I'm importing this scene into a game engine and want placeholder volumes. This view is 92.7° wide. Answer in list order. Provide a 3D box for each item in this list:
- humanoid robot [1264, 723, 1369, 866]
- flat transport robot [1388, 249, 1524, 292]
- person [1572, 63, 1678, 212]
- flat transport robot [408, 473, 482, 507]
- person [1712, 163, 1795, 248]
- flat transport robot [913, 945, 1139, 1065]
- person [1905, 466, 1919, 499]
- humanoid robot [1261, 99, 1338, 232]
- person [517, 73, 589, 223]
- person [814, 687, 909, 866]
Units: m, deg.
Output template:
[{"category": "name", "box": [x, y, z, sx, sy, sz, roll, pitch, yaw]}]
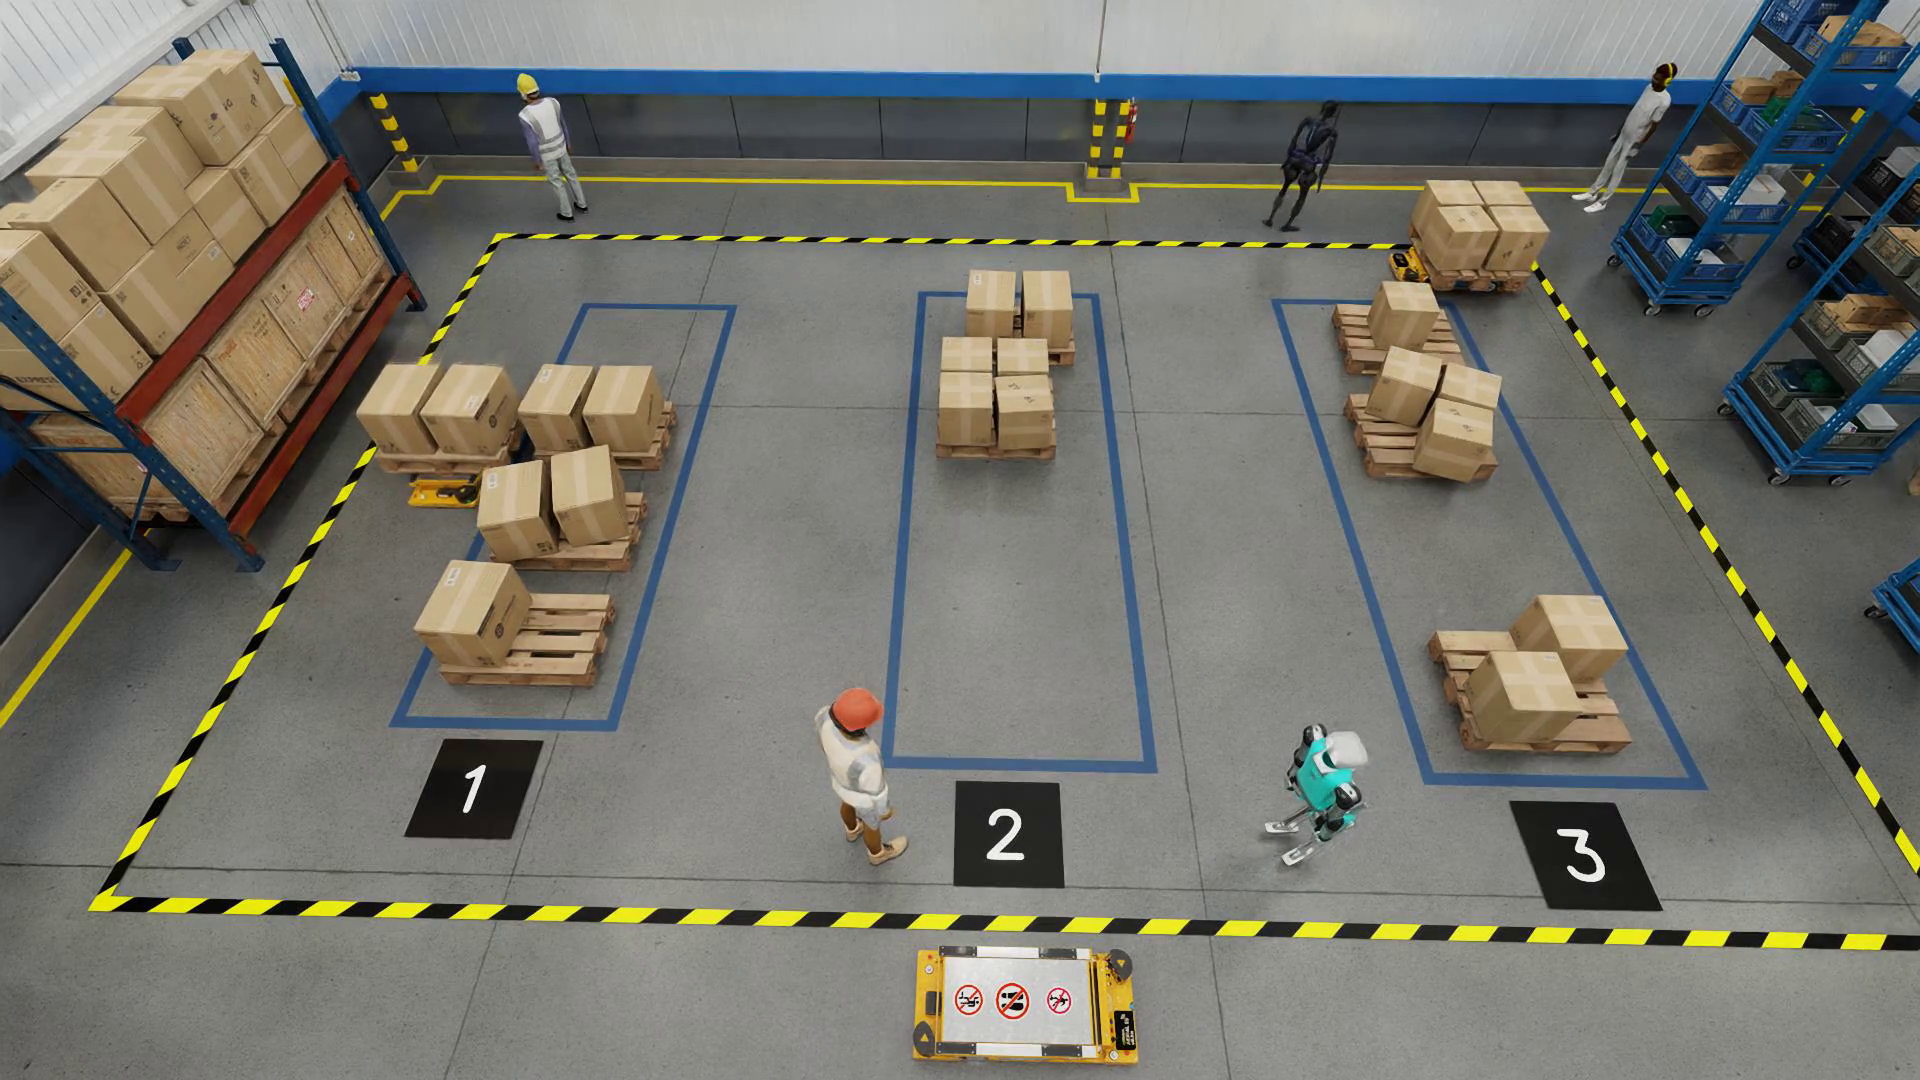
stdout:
[{"category": "humanoid robot", "box": [2.500, 1.686, 6.077, 0.735, 1.677, 0.533, -11, 52, -9]}, {"category": "flat transport robot", "box": [6.050, -3.312, 11.168, 1.431, 0.197, 0.652, 1, 51, 1]}, {"category": "person", "box": [8.450, -5.069, 11.589, 0.329, 1.865, 0.510, -2, 51, -2]}, {"category": "flat transport robot", "box": [-4.966, -0.924, 9.221, 0.652, 0.197, 1.431, 1, 51, 1]}, {"category": "person", "box": [9.327, -4.045, 10.833, 0.484, 1.740, 0.303, -15, 52, -12]}, {"category": "flat transport robot", "box": [0.422, 3.041, 6.007, 1.431, 0.231, 0.659, 1, 51, 1]}, {"category": "person", "box": [9.352, -0.897, 8.095, 0.611, 2.015, 0.521, 3, 51, 3]}, {"category": "humanoid robot", "box": [4.212, -4.592, 11.321, 0.468, 1.637, 0.601, -37, 60, -26]}, {"category": "person", "box": [-5.118, -4.874, 11.449, 0.404, 1.830, 0.601, 25, 55, 19]}, {"category": "person", "box": [-0.643, 1.575, 6.066, 0.402, 2.032, 0.607, -33, 58, -24]}]
